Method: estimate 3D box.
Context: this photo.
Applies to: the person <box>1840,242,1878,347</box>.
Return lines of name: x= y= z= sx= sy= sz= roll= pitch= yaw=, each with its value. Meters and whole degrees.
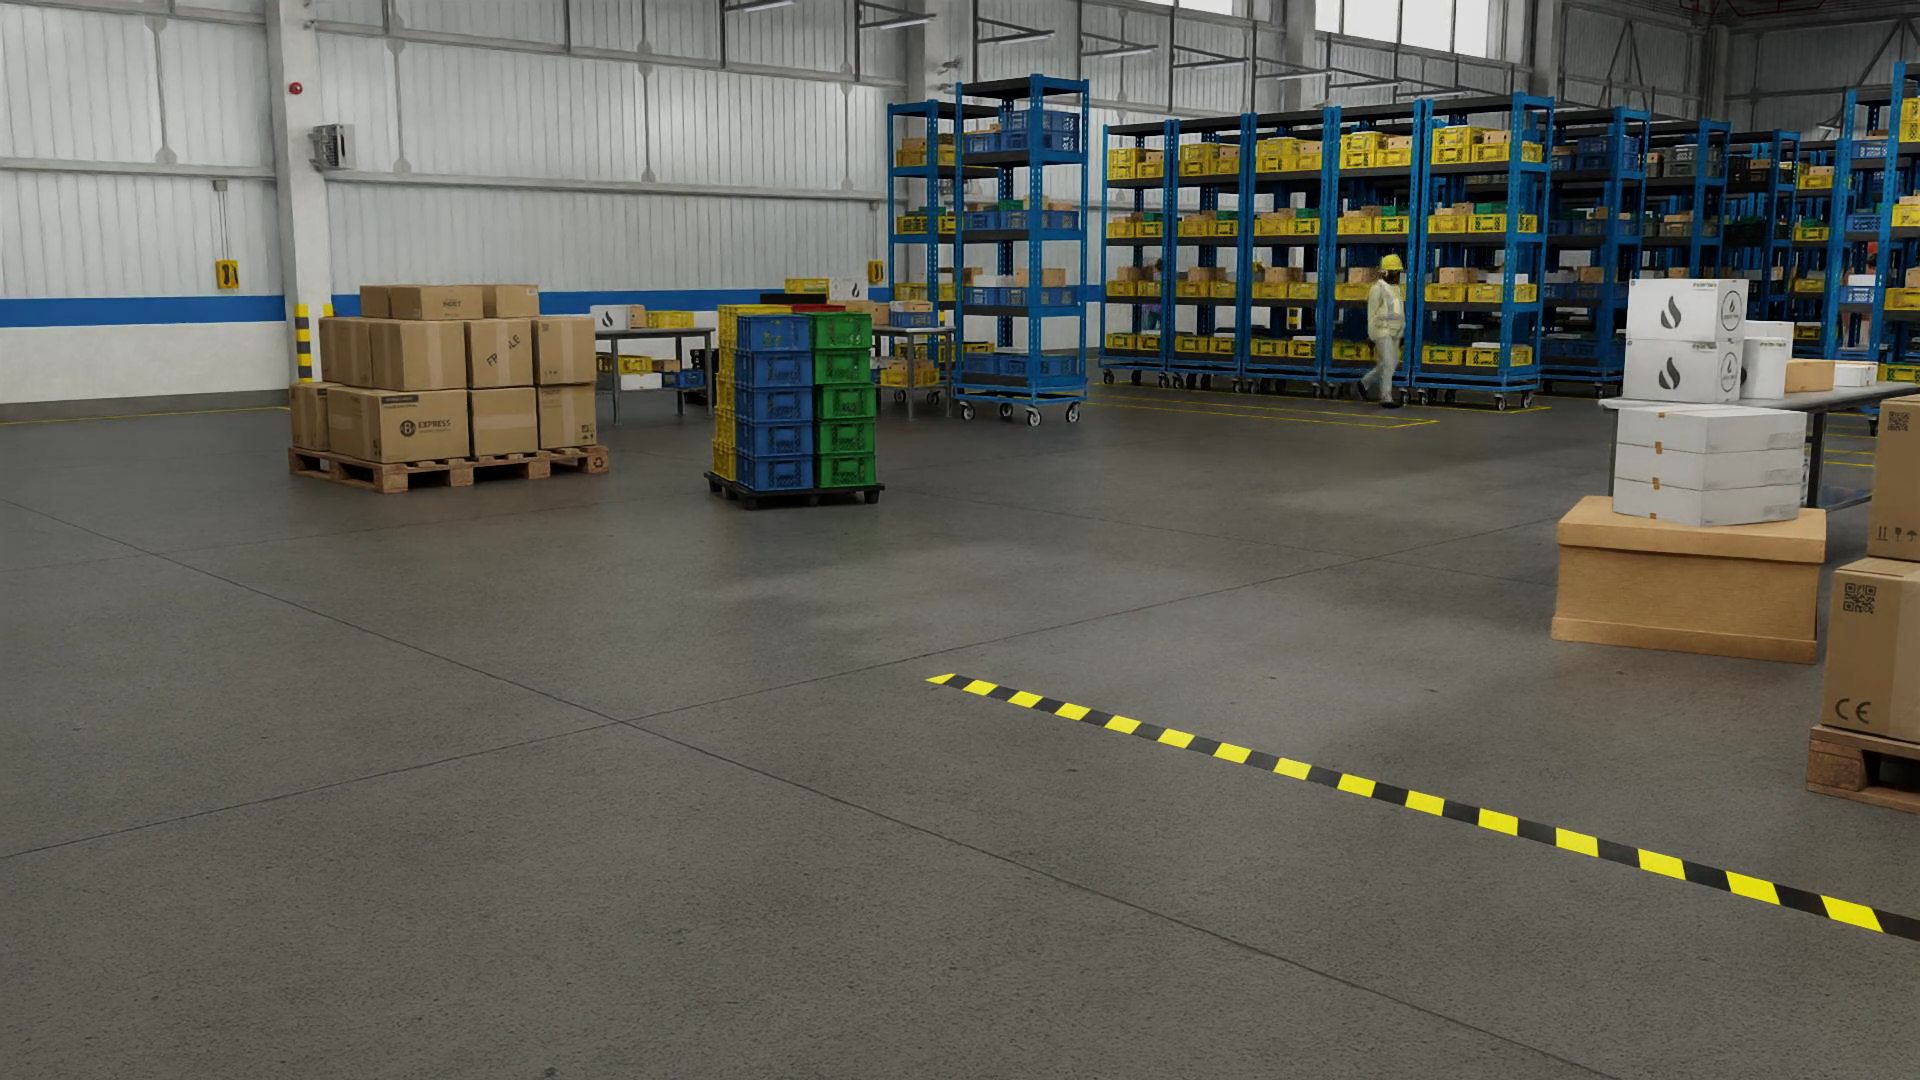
person: x=11.173 y=-2.724 z=20.644 sx=0.384 sy=1.996 sz=0.610 roll=-1 pitch=9 yaw=-5

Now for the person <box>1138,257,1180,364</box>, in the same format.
person: x=3.309 y=-3.791 z=27.653 sx=0.567 sy=1.805 sz=0.960 roll=8 pitch=12 yaw=41

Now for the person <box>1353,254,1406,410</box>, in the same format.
person: x=4.896 y=-2.421 z=19.378 sx=0.619 sy=1.811 sz=0.598 roll=8 pitch=12 yaw=39
